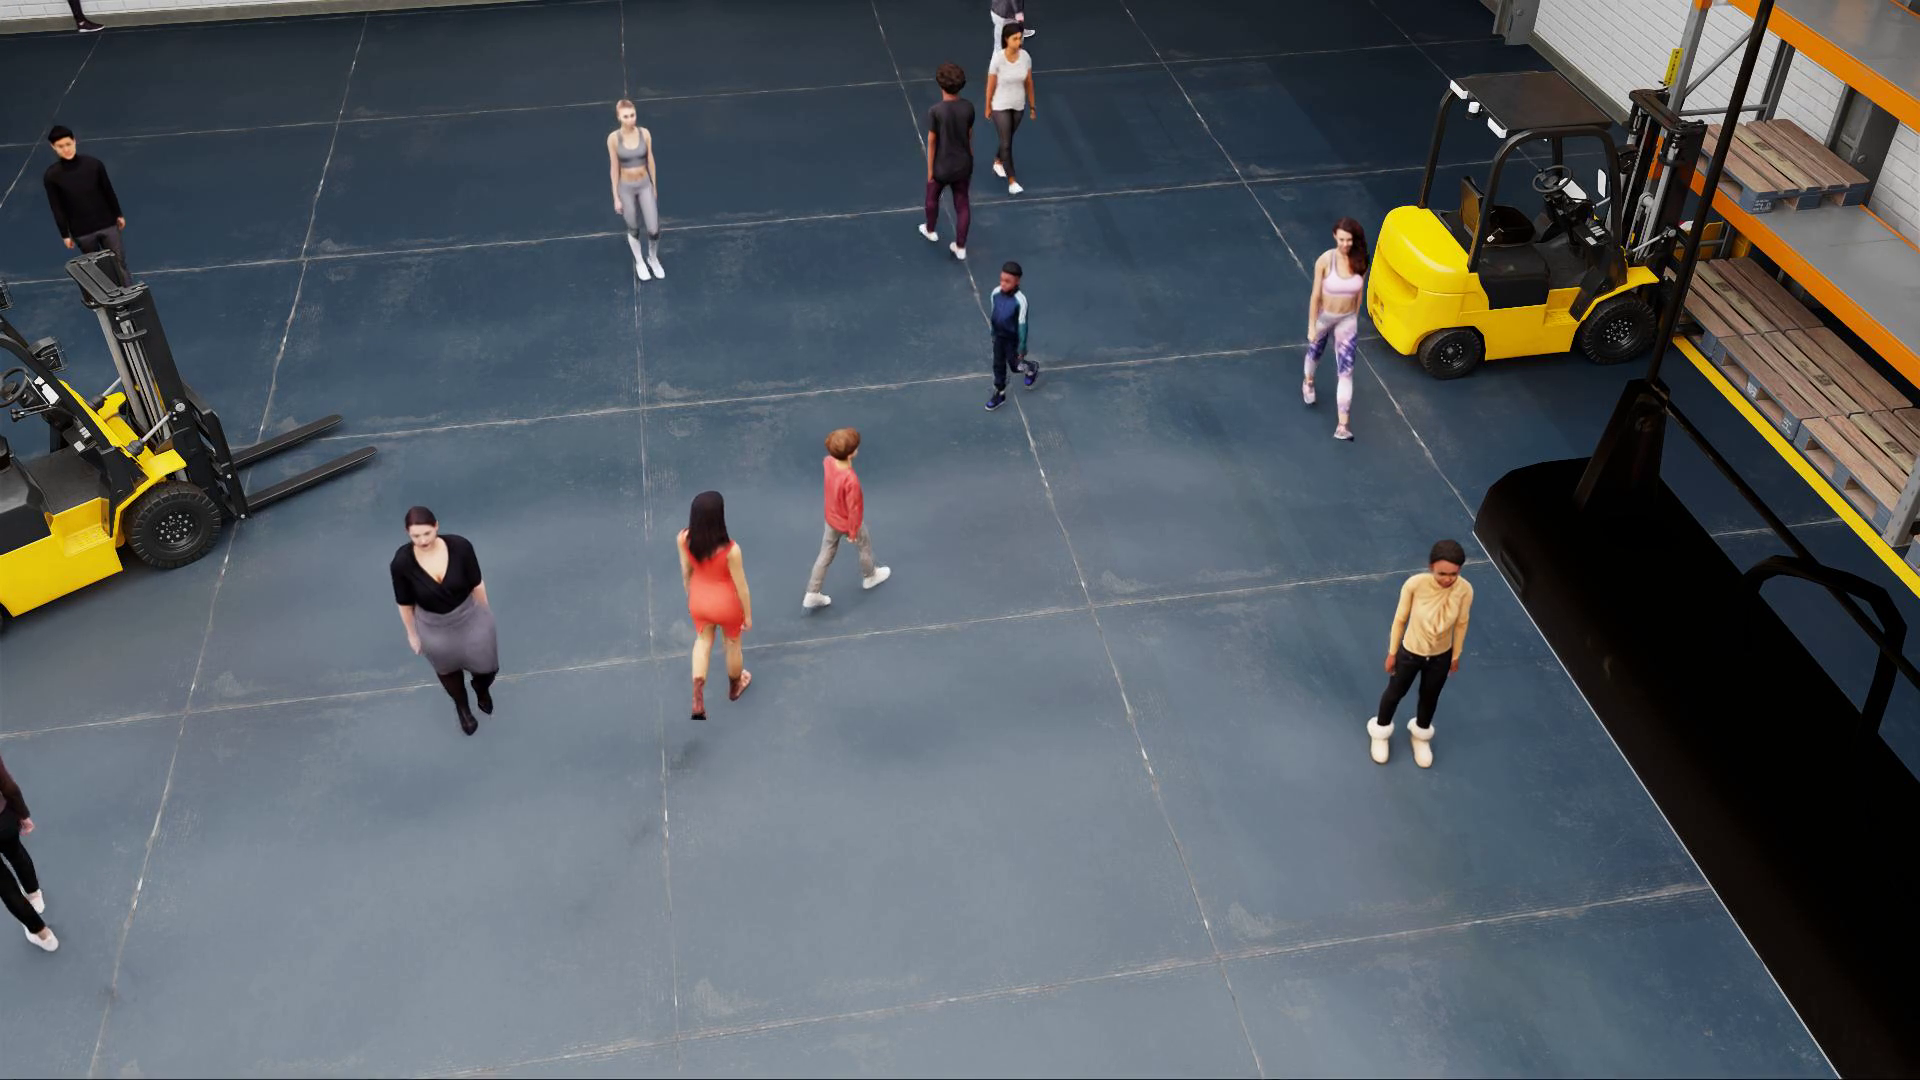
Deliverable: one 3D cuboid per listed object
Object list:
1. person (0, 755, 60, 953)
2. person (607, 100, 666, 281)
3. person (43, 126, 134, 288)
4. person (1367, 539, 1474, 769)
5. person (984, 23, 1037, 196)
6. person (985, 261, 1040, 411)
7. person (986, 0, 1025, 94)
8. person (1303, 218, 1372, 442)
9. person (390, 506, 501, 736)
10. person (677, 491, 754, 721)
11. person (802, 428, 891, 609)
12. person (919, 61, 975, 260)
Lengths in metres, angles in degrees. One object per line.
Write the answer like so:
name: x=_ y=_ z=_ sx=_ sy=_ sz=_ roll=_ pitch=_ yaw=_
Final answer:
person: x=-5.072 y=1.568 z=8.717 sx=0.903 sy=1.682 sz=0.839 roll=25 pitch=45 yaw=28
person: x=-2.866 y=-3.070 z=14.520 sx=0.633 sy=1.688 sz=0.656 roll=-14 pitch=41 yaw=-17
person: x=-7.360 y=-2.712 z=14.063 sx=0.911 sy=1.700 sz=1.176 roll=-20 pitch=43 yaw=-23
person: x=2.754 y=0.651 z=9.884 sx=0.655 sy=1.658 sz=0.635 roll=4 pitch=39 yaw=5
person: x=0.424 y=-4.194 z=15.989 sx=0.771 sy=1.612 sz=1.059 roll=-16 pitch=41 yaw=-19
person: x=0.423 y=-1.633 z=13.078 sx=0.809 sy=1.242 sz=0.841 roll=29 pitch=47 yaw=31
person: x=0.384 y=-5.543 z=17.517 sx=0.771 sy=1.813 sz=0.617 roll=-2 pitch=39 yaw=-2
person: x=2.832 y=-1.693 z=12.777 sx=0.694 sy=1.711 sz=1.211 roll=-2 pitch=39 yaw=-2
person: x=-3.102 y=0.447 z=10.068 sx=0.733 sy=1.748 sz=0.687 roll=-15 pitch=41 yaw=-18
person: x=-1.515 y=0.436 z=10.114 sx=0.828 sy=1.707 sz=0.997 roll=10 pitch=40 yaw=12
person: x=-0.836 y=-0.122 z=11.065 sx=0.911 sy=1.392 sz=0.937 roll=-31 pitch=48 yaw=-33
person: x=-0.050 y=-3.322 z=14.779 sx=0.735 sy=1.758 sz=0.931 roll=-13 pitch=41 yaw=-16
